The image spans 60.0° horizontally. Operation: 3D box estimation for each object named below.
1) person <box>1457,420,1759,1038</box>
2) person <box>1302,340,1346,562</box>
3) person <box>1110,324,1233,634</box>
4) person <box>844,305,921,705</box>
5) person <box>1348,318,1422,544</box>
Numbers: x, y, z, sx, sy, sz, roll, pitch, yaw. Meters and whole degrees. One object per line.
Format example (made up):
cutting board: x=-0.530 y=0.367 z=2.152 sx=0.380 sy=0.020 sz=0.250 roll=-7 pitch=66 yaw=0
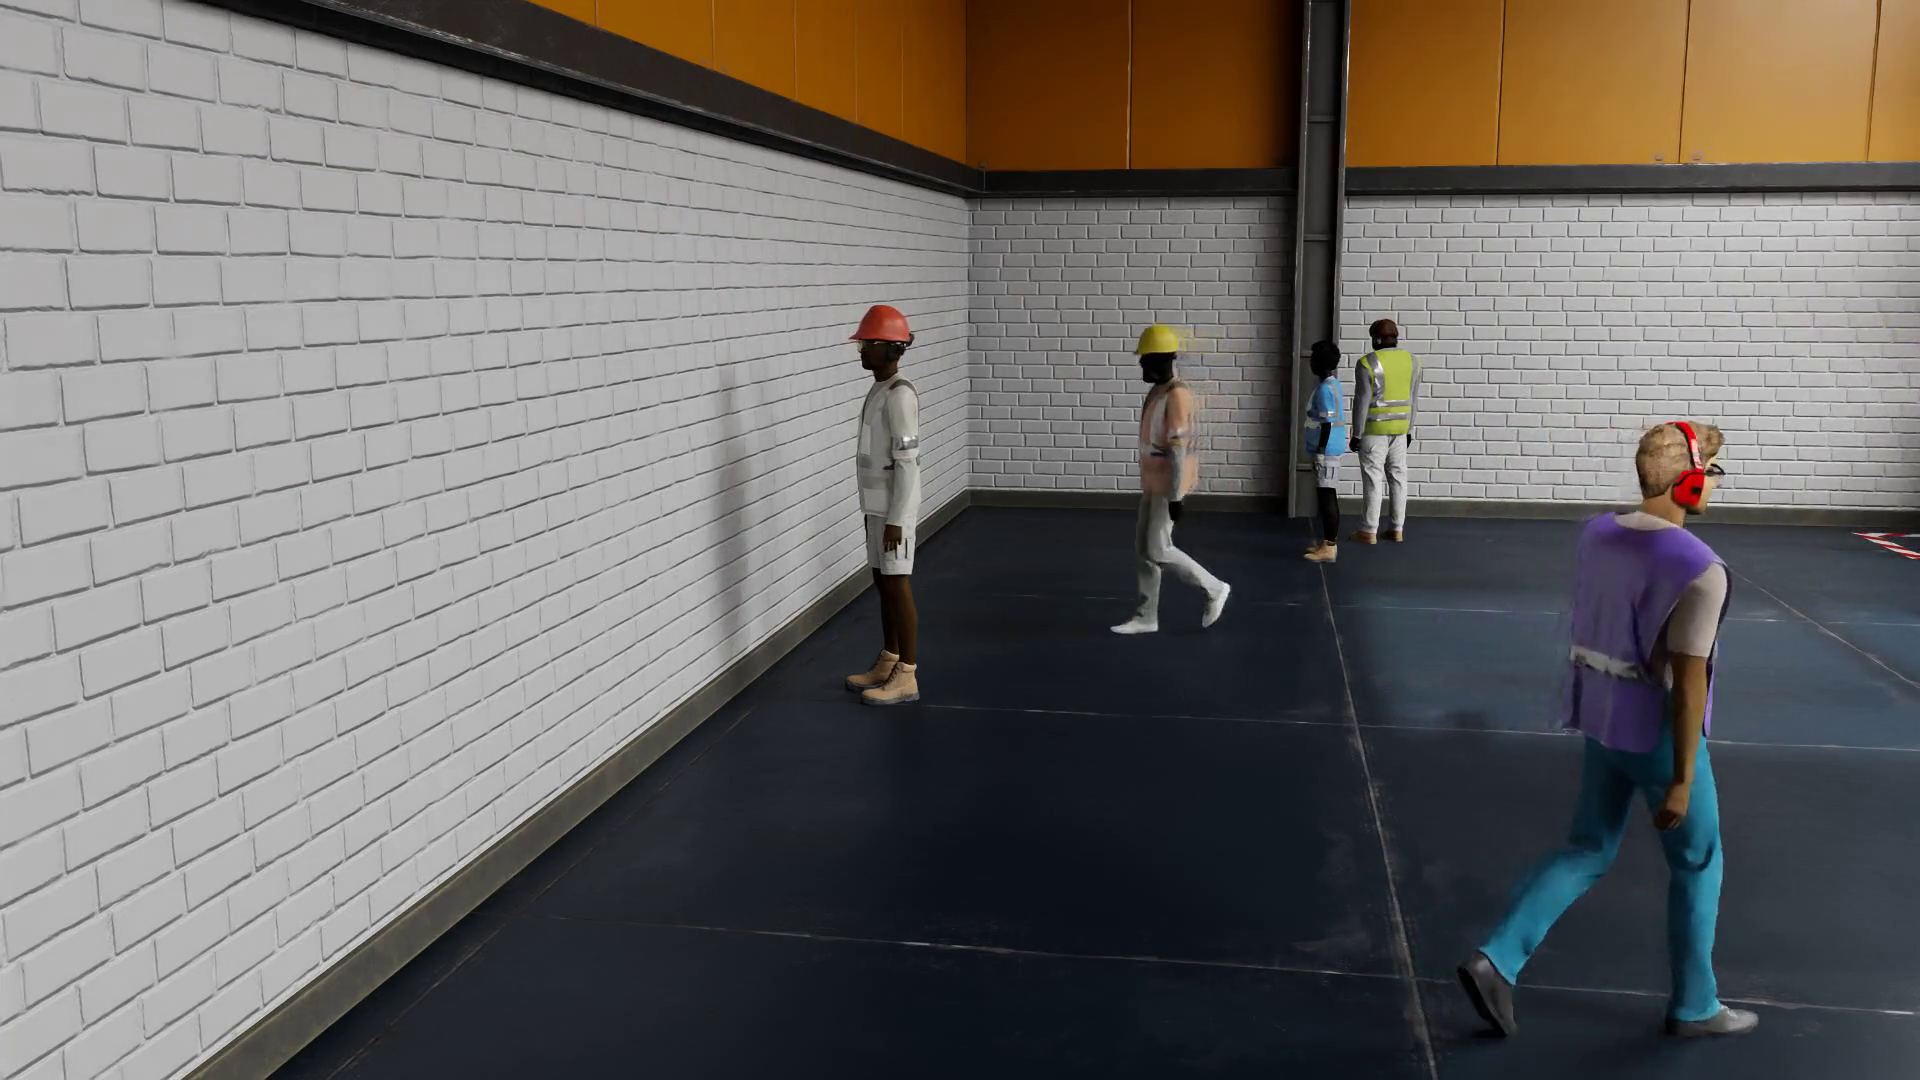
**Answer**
person: x=1.881 y=0.561 z=4.715 sx=0.849 sy=1.815 sz=0.574 roll=-3 pitch=10 yaw=-18
person: x=2.789 y=-0.677 z=12.747 sx=0.317 sy=1.695 sz=0.540 roll=3 pitch=10 yaw=18
person: x=1.280 y=-0.353 z=10.083 sx=0.648 sy=1.908 sz=0.590 roll=-1 pitch=9 yaw=-7
person: x=-0.391 y=-0.179 z=8.578 sx=0.367 sy=2.048 sz=0.607 roll=-3 pitch=10 yaw=-16
person: x=3.446 y=-0.885 z=13.606 sx=0.625 sy=1.841 sz=0.429 roll=-4 pitch=10 yaw=-24
